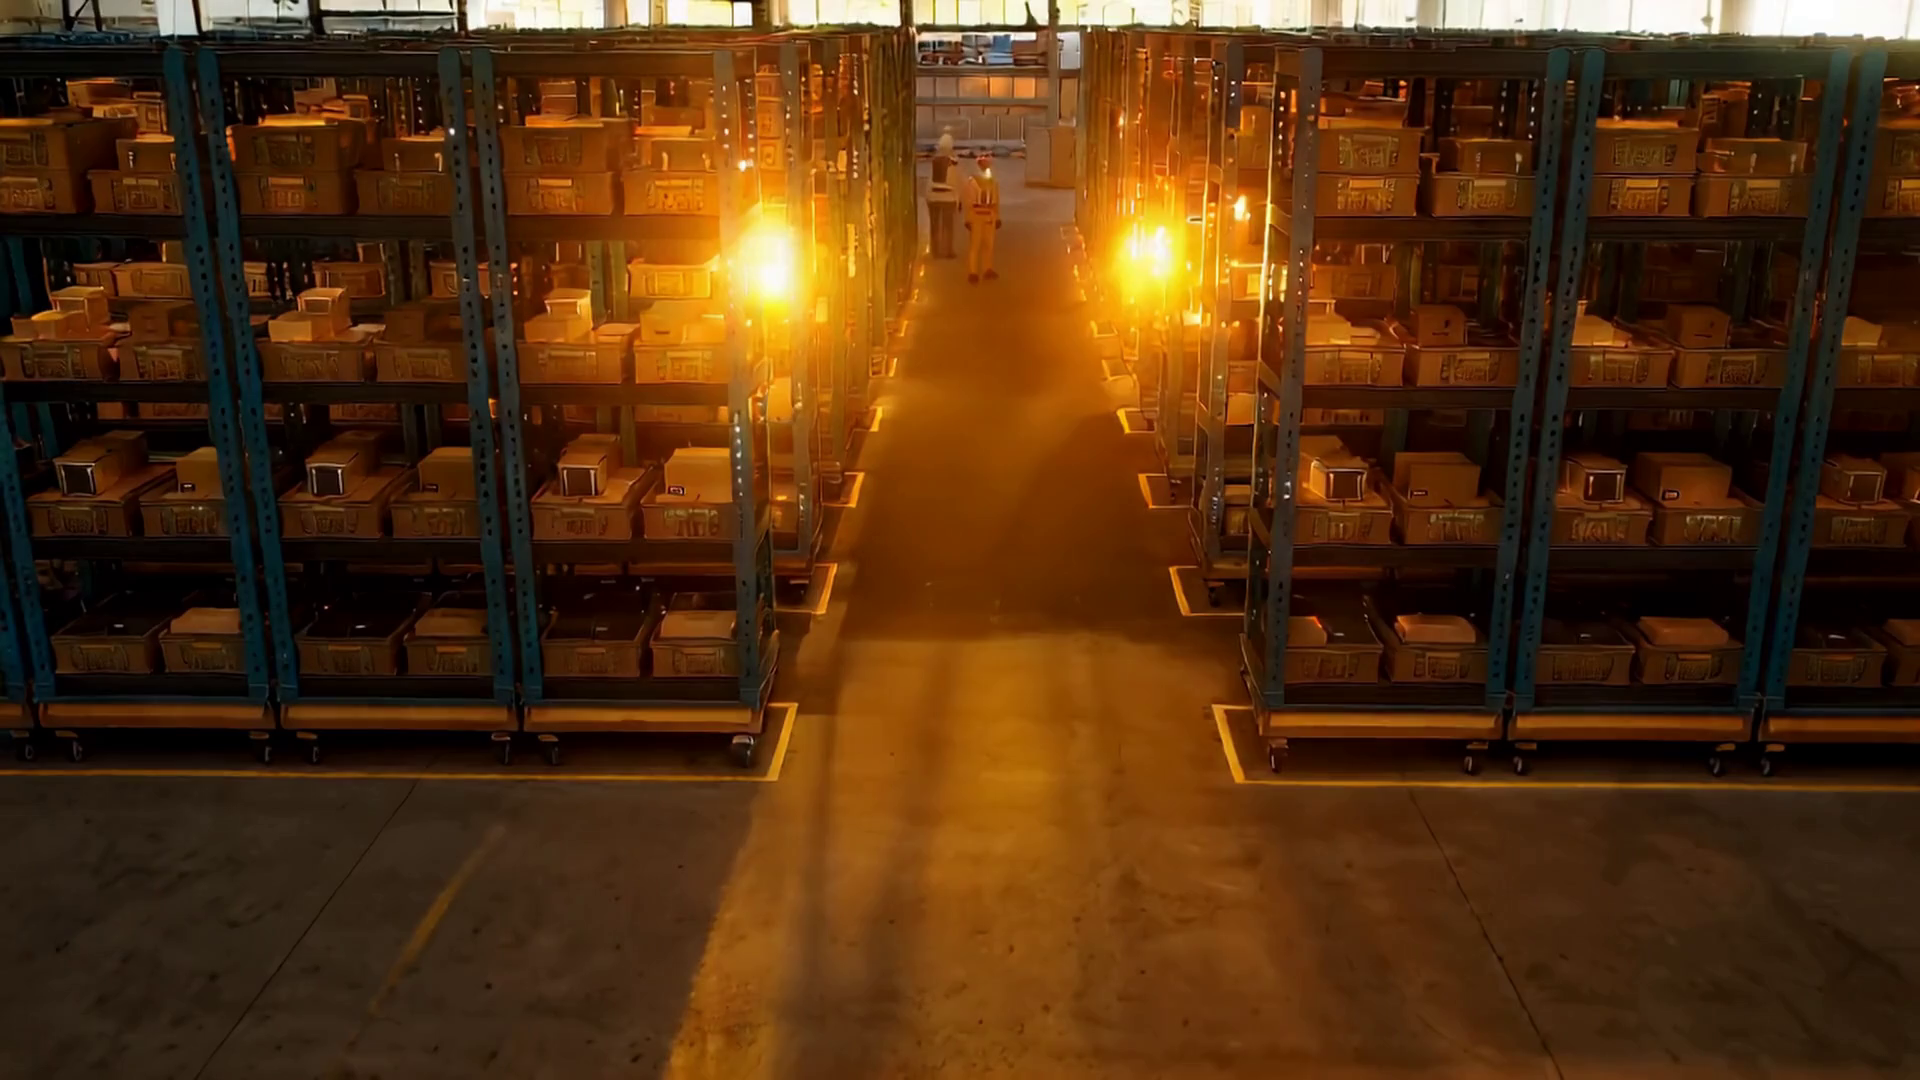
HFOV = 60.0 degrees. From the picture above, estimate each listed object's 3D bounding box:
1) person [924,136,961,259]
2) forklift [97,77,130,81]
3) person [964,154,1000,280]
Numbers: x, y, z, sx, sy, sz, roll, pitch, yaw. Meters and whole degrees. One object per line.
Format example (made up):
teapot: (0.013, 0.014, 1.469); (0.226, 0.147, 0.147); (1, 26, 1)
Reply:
person: (-0.273, -5.488, 26.691); (0.648, 1.927, 0.443); (8, 19, 25)
forklift: (-25.144, -13.168, 49.606); (1.873, 2.768, 1.129); (14, 22, 38)
person: (0.342, -4.770, 24.562); (0.599, 1.832, 0.404); (-12, 21, -34)
